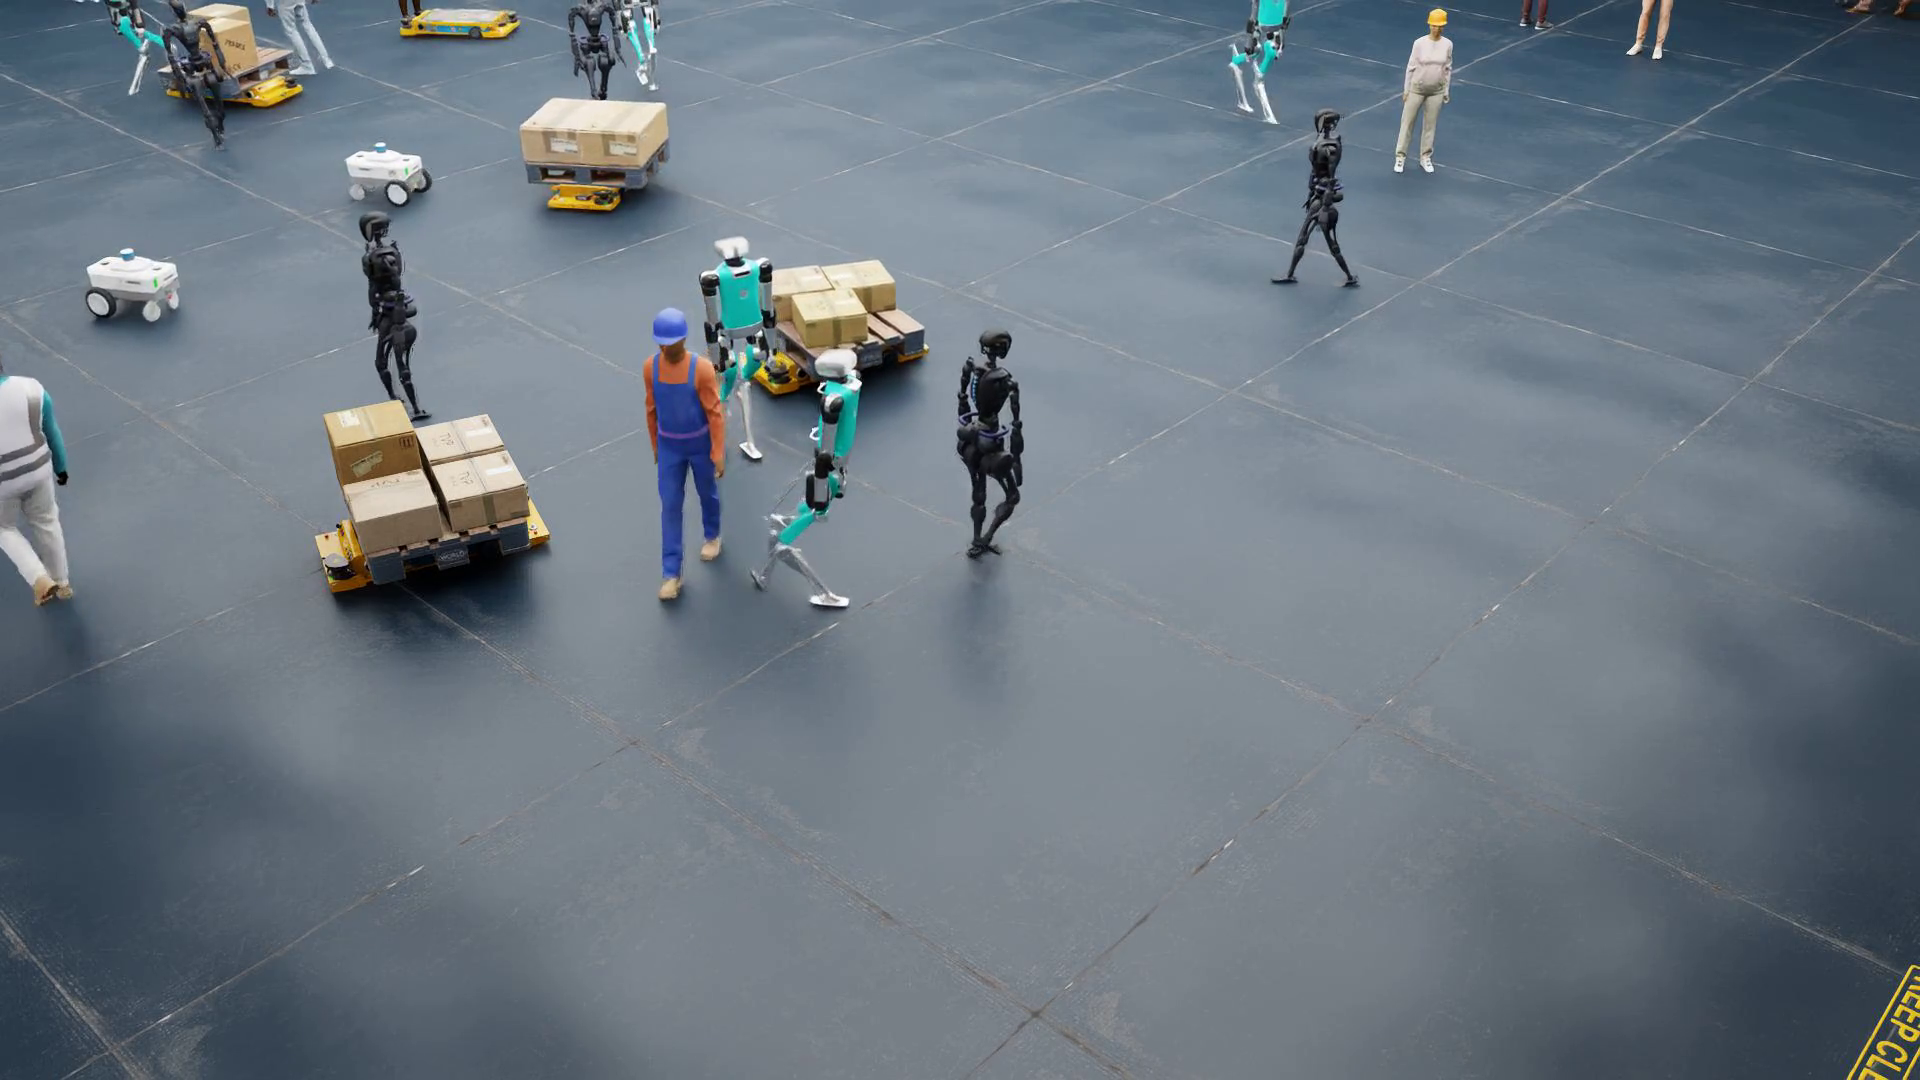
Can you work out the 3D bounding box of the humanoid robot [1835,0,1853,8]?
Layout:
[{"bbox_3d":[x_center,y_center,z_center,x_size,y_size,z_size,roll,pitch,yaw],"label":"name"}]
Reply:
[{"bbox_3d":[12.551,-8.265,23.140,0.433,1.633,0.609,-12,34,-19],"label":"humanoid robot"}]

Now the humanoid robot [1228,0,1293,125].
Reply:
[{"bbox_3d":[3.366,-5.620,18.822,0.541,1.770,0.897,-14,34,-21],"label":"humanoid robot"}]

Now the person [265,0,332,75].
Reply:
[{"bbox_3d":[-8.187,-6.626,20.303,0.486,1.875,0.673,13,34,20],"label":"person"}]

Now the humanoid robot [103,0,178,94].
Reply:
[{"bbox_3d":[-9.746,-6.210,19.809,0.552,1.798,0.830,17,36,25],"label":"humanoid robot"}]

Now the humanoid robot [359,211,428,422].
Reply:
[{"bbox_3d":[-4.293,-1.644,12.463,0.412,1.656,0.597,-23,38,-32],"label":"humanoid robot"}]

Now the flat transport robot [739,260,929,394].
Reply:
[{"bbox_3d":[-1.032,-1.558,13.662,1.431,0.231,0.659,-18,36,-27],"label":"flat transport robot"}]

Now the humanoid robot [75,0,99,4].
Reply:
[{"bbox_3d":[-12.548,-8.397,23.325,0.540,1.843,0.661,-27,41,-36],"label":"humanoid robot"}]

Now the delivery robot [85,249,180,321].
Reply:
[{"bbox_3d":[-7.217,-2.231,14.489,0.780,0.609,0.522,7,33,11],"label":"delivery robot"}]

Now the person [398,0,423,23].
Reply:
[{"bbox_3d":[-7.341,-7.773,22.069,0.371,1.961,0.601,14,34,21],"label":"person"}]

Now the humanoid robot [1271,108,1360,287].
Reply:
[{"bbox_3d":[3.232,-3.008,14.718,0.790,1.631,0.590,-2,32,-3],"label":"humanoid robot"}]

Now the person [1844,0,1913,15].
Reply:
[{"bbox_3d":[12.729,-8.074,22.631,0.732,1.889,0.651,13,34,20],"label":"person"}]

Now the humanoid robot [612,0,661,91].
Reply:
[{"bbox_3d":[-3.759,-6.036,19.510,0.564,1.733,1.061,-10,33,-15],"label":"humanoid robot"}]

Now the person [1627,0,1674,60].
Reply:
[{"bbox_3d":[8.851,-7.029,20.950,0.530,1.872,0.347,19,37,28],"label":"person"}]

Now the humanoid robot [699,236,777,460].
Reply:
[{"bbox_3d":[-1.641,-1.342,12.020,0.545,1.897,0.681,-17,36,-25],"label":"humanoid robot"}]

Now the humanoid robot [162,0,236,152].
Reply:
[{"bbox_3d":[-8.230,-5.092,18.058,0.614,1.647,0.566,-14,34,-21],"label":"humanoid robot"}]

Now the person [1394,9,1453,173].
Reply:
[{"bbox_3d":[4.856,-4.676,17.327,0.474,1.698,0.314,1,32,1],"label":"person"}]

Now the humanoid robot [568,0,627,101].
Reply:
[{"bbox_3d":[-4.059,-5.465,18.668,0.603,1.626,0.787,-14,34,-21],"label":"humanoid robot"}]

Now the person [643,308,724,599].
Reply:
[{"bbox_3d":[-1.746,-0.589,10.588,0.545,1.874,0.842,3,32,5],"label":"person"}]

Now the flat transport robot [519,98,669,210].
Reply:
[{"bbox_3d":[-3.697,-3.737,17.171,0.659,0.231,1.431,4,32,6],"label":"flat transport robot"}]

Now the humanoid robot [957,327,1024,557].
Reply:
[{"bbox_3d":[0.171,-0.629,10.832,0.353,1.653,0.610,-26,40,-35],"label":"humanoid robot"}]

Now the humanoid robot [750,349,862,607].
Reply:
[{"bbox_3d":[-1.039,-0.341,10.385,0.895,1.844,0.572,6,32,10],"label":"humanoid robot"}]

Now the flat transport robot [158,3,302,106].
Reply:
[{"bbox_3d":[-8.681,-5.424,19.888,1.431,0.231,0.659,10,33,15],"label":"flat transport robot"}]

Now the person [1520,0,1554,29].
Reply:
[{"bbox_3d":[7.820,-7.771,22.204,0.370,1.812,0.538,-21,38,-30],"label":"person"}]

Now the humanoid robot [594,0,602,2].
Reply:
[{"bbox_3d":[-5.025,-8.305,23.009,0.533,1.677,0.735,-11,33,-16],"label":"humanoid robot"}]

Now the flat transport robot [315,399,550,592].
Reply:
[{"bbox_3d":[-3.541,-0.020,11.186,1.431,0.231,0.659,-15,35,-22],"label":"flat transport robot"}]

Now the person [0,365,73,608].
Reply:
[{"bbox_3d":[-5.841,-0.381,10.290,0.487,1.827,0.648,25,40,34],"label":"person"}]

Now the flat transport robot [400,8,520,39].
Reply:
[{"bbox_3d":[-6.706,-6.928,22.310,1.431,0.231,0.659,3,32,5],"label":"flat transport robot"}]

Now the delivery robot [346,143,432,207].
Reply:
[{"bbox_3d":[-5.819,-3.729,16.872,0.769,0.577,0.499,7,33,11],"label":"delivery robot"}]
